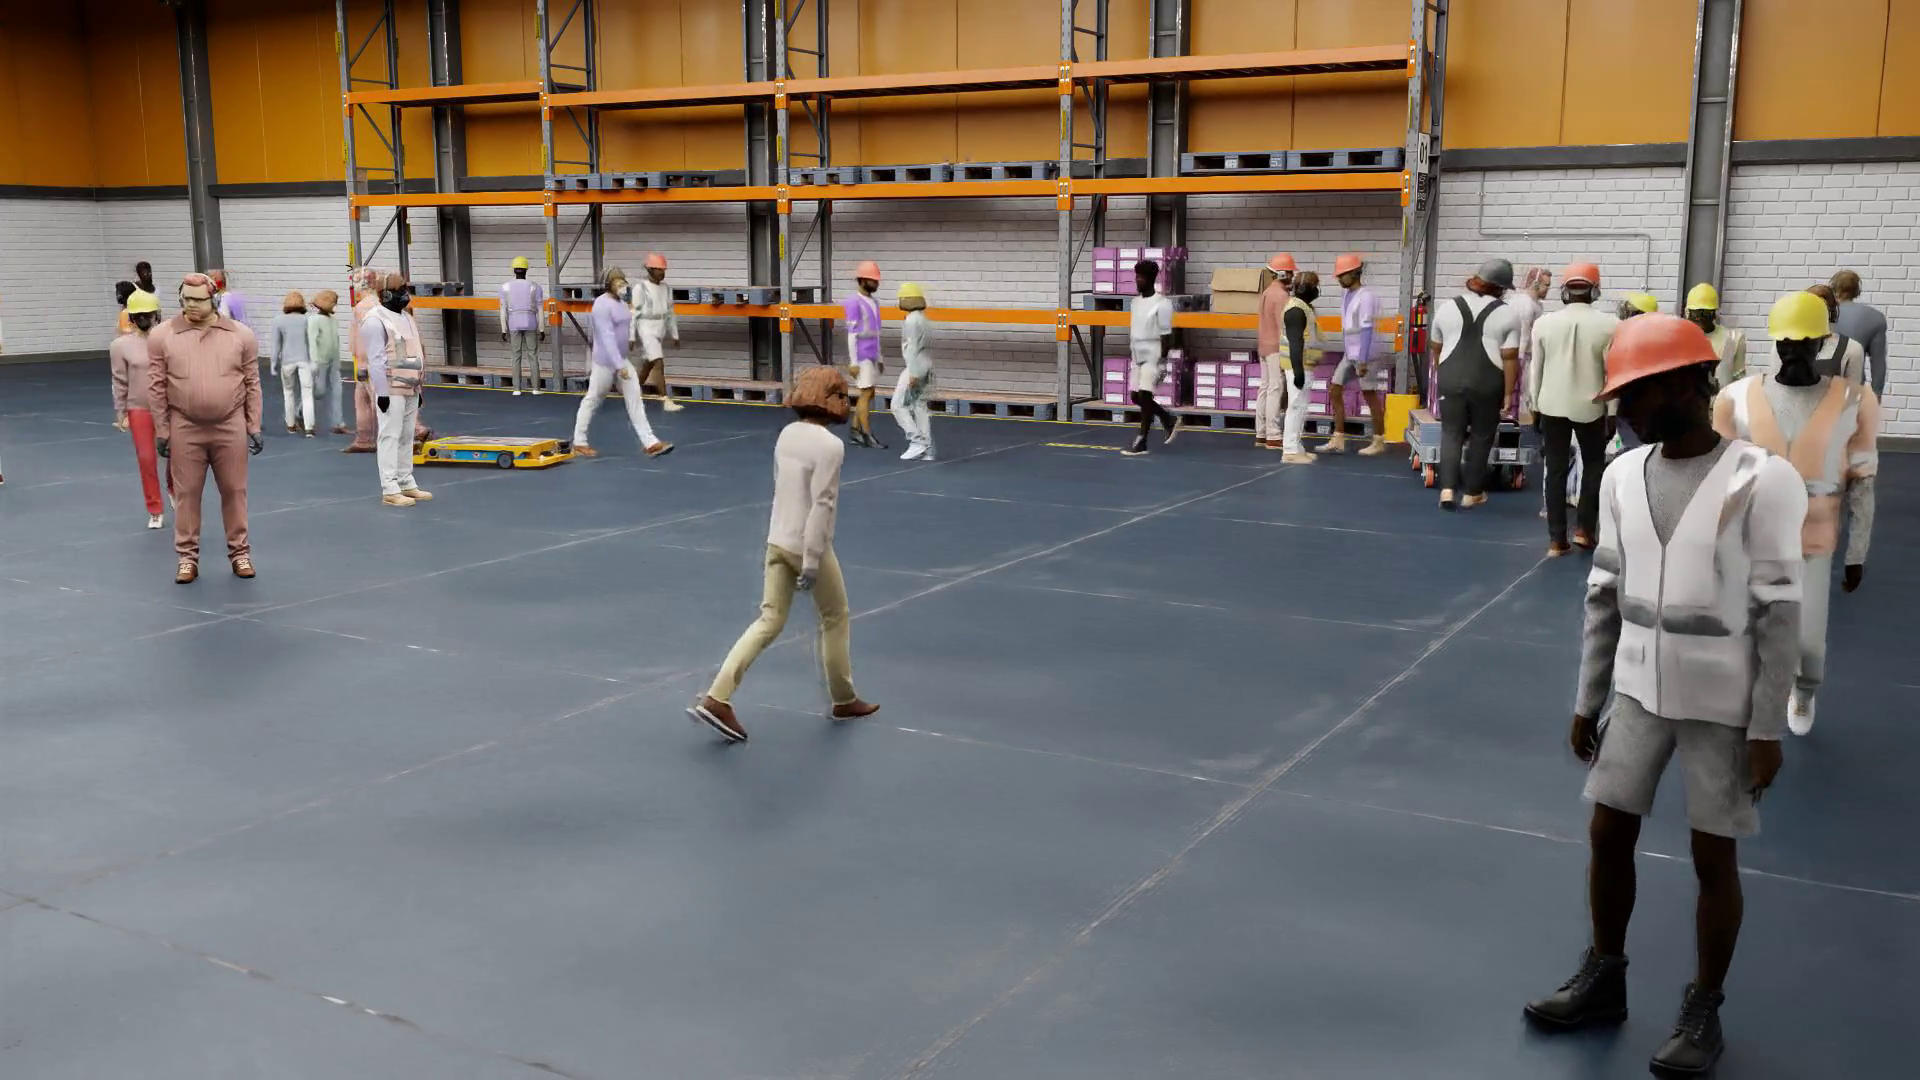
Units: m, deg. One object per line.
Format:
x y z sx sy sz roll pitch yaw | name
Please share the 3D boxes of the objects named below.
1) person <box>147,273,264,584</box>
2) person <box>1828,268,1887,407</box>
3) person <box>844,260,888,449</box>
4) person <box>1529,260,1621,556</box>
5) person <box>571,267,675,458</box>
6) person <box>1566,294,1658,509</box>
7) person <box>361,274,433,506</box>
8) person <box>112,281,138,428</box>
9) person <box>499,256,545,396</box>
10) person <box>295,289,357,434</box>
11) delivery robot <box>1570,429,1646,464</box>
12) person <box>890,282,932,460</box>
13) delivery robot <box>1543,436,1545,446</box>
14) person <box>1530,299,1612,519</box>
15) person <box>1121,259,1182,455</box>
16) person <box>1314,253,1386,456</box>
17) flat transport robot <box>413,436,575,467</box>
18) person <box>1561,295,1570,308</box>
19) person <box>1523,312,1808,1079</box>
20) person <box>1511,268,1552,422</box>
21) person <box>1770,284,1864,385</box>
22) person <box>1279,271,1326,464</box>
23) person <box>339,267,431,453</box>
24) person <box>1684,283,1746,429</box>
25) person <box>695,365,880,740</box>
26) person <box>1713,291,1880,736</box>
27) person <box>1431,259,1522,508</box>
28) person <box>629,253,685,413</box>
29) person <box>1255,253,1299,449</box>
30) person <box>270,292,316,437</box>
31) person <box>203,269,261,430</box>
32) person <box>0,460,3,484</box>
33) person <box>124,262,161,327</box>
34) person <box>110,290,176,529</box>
-4.644 -0.687 10.286 0.642 1.902 0.399 -5 11 -26 | person
6.901 -1.174 13.064 0.664 1.909 0.808 5 11 24 | person
-0.959 -1.895 17.081 0.488 1.941 0.555 5 11 24 | person
4.115 -0.878 11.148 0.618 1.972 0.508 5 11 28 | person
-3.359 -1.705 16.174 1.100 1.875 0.626 3 11 18 | person
5.157 -1.057 12.933 0.904 1.697 0.534 5 11 25 | person
-4.504 -1.200 13.350 0.429 1.846 0.625 1 10 8 | person
-9.374 -2.115 18.968 0.602 1.678 0.544 -3 10 -14 | person
-6.055 -2.952 23.034 0.594 1.924 0.382 -2 10 -13 | person
-7.057 -1.959 18.342 0.679 1.608 0.513 3 10 14 | person
5.767 -0.861 14.810 0.477 0.478 0.707 -3 11 -16 | delivery robot
-0.458 -1.616 16.025 0.434 1.725 0.514 2 10 13 | person
5.722 -0.989 15.536 0.477 0.478 0.707 0 10 -3 | delivery robot
4.648 -1.084 12.611 0.628 1.882 0.367 3 11 18 | person
1.937 -1.821 16.579 0.690 1.944 0.600 -6 12 -30 | person
3.859 -1.811 16.390 0.849 1.986 0.740 -2 10 -12 | person
-4.469 -0.849 15.804 1.431 0.197 0.652 2 10 12 | flat transport robot
5.831 -1.540 15.735 0.485 1.669 0.556 -9 13 -41 | person
1.800 0.404 4.163 0.361 1.896 0.570 -7 12 -35 | person
5.514 -1.673 15.982 0.984 1.847 0.666 3 10 14 | person
5.009 -0.580 9.828 0.517 1.844 0.332 7 12 36 | person
3.275 -1.643 15.926 0.430 1.829 0.653 3 11 18 | person
-5.761 -1.773 16.535 0.874 1.879 0.643 -1 10 -7 | person
5.158 -0.885 11.655 0.617 1.814 0.425 4 11 24 | person
-0.745 0.049 7.059 0.858 1.580 0.509 -8 13 -39 | person
3.268 -0.031 6.575 0.590 1.903 0.750 6 11 29 | person
4.061 -1.250 13.074 0.702 2.000 0.621 6 11 29 | person
-3.891 -2.605 20.948 1.047 1.989 0.609 6 12 31 | person
3.248 -1.929 17.047 0.393 1.995 0.612 -2 10 -9 | person
-7.259 -1.923 18.213 0.537 1.572 0.882 -4 11 -21 | person
-8.242 -2.093 18.495 0.833 1.804 0.592 -4 11 -20 | person
-8.453 -1.367 14.219 0.321 1.871 0.532 -3 10 -16 | person
-11.380 -2.928 23.095 0.943 1.869 0.648 5 11 25 | person
-5.955 -0.967 12.283 0.538 1.748 0.444 -4 11 -23 | person
